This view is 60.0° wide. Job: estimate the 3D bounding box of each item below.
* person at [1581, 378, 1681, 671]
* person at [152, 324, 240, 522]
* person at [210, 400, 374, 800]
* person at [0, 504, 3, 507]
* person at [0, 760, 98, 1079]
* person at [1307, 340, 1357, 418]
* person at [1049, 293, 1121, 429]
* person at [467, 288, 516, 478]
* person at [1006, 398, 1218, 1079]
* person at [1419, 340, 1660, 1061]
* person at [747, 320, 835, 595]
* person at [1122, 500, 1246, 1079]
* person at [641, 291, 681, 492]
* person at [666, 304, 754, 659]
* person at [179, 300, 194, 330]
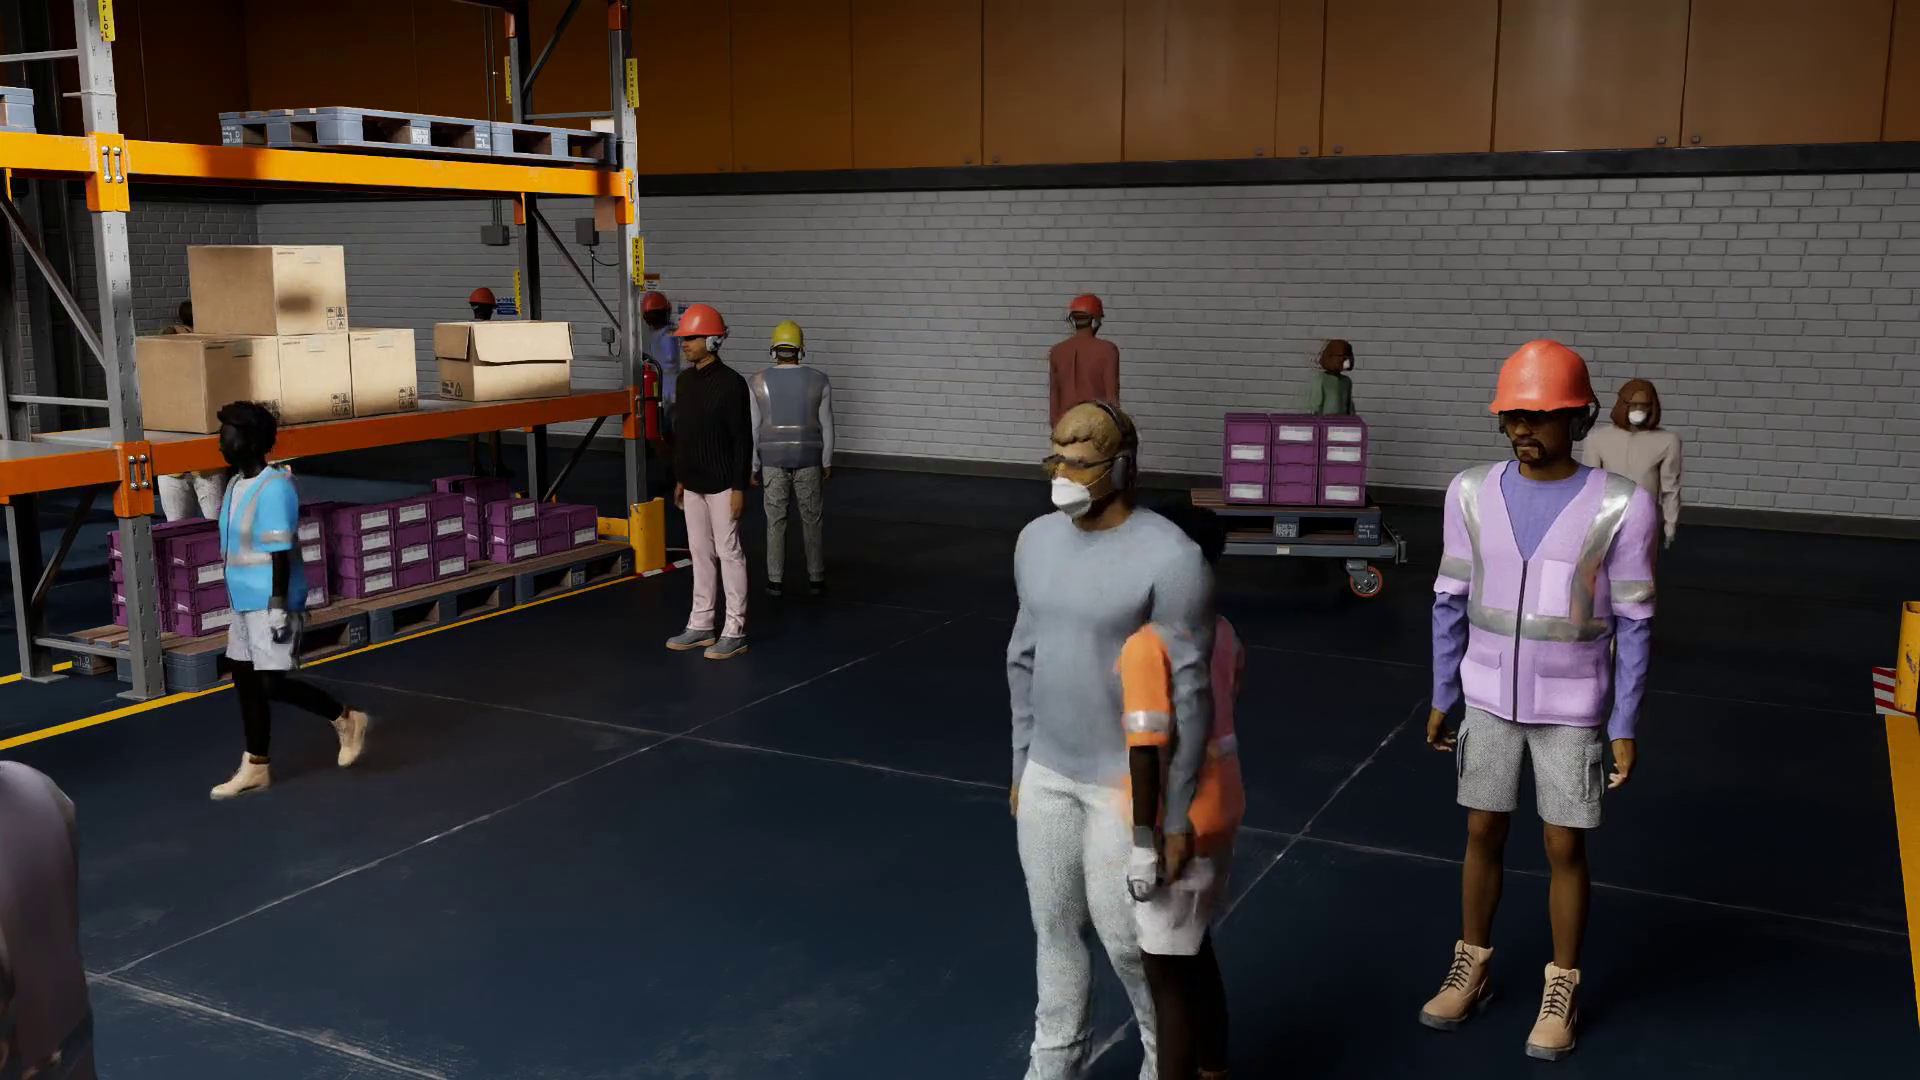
[{"bbox_3d":[3.590,-0.065,8.976,0.519,1.620,0.376,4,11,24],"label":"person"},{"bbox_3d":[-4.884,-0.449,10.577,0.620,1.836,0.429,-1,10,-4],"label":"person"},{"bbox_3d":[-2.859,0.247,6.991,0.564,1.684,0.541,-10,14,-44],"label":"person"},{"bbox_3d":[-5.986,-0.393,9.876,0.639,1.971,0.755,1,10,3],"label":"person"},{"bbox_3d":[-1.491,0.956,2.445,0.404,1.830,0.601,-2,10,-9],"label":"person"},{"bbox_3d":[2.965,-0.739,12.880,0.739,1.600,0.528,9,13,42],"label":"person"},{"bbox_3d":[0.927,-0.857,12.490,0.624,1.979,0.511,7,12,37],"label":"person"},{"bbox_3d":[-4.796,-1.572,16.799,0.542,1.929,0.374,3,10,18],"label":"person"},{"bbox_3d":[0.379,0.602,4.243,0.575,1.932,0.636,-9,13,-42],"label":"person"},{"bbox_3d":[1.617,0.458,4.715,0.612,2.041,0.394,8,12,38],"label":"person"},{"bbox_3d":[-1.129,-0.541,11.106,0.587,1.835,0.404,-1,10,-6],"label":"person"},{"bbox_3d":[0.517,0.747,4.160,0.318,1.662,0.670,5,11,29],"label":"person"},{"bbox_3d":[-2.867,-1.400,15.856,0.534,1.918,0.548,-4,10,-21],"label":"person"},{"bbox_3d":[-1.420,-0.327,9.401,0.613,1.995,0.391,10,14,44],"label":"person"},{"bbox_3d":[-7.997,-1.567,17.145,0.728,1.811,0.653,-4,10,-20],"label":"person"}]
